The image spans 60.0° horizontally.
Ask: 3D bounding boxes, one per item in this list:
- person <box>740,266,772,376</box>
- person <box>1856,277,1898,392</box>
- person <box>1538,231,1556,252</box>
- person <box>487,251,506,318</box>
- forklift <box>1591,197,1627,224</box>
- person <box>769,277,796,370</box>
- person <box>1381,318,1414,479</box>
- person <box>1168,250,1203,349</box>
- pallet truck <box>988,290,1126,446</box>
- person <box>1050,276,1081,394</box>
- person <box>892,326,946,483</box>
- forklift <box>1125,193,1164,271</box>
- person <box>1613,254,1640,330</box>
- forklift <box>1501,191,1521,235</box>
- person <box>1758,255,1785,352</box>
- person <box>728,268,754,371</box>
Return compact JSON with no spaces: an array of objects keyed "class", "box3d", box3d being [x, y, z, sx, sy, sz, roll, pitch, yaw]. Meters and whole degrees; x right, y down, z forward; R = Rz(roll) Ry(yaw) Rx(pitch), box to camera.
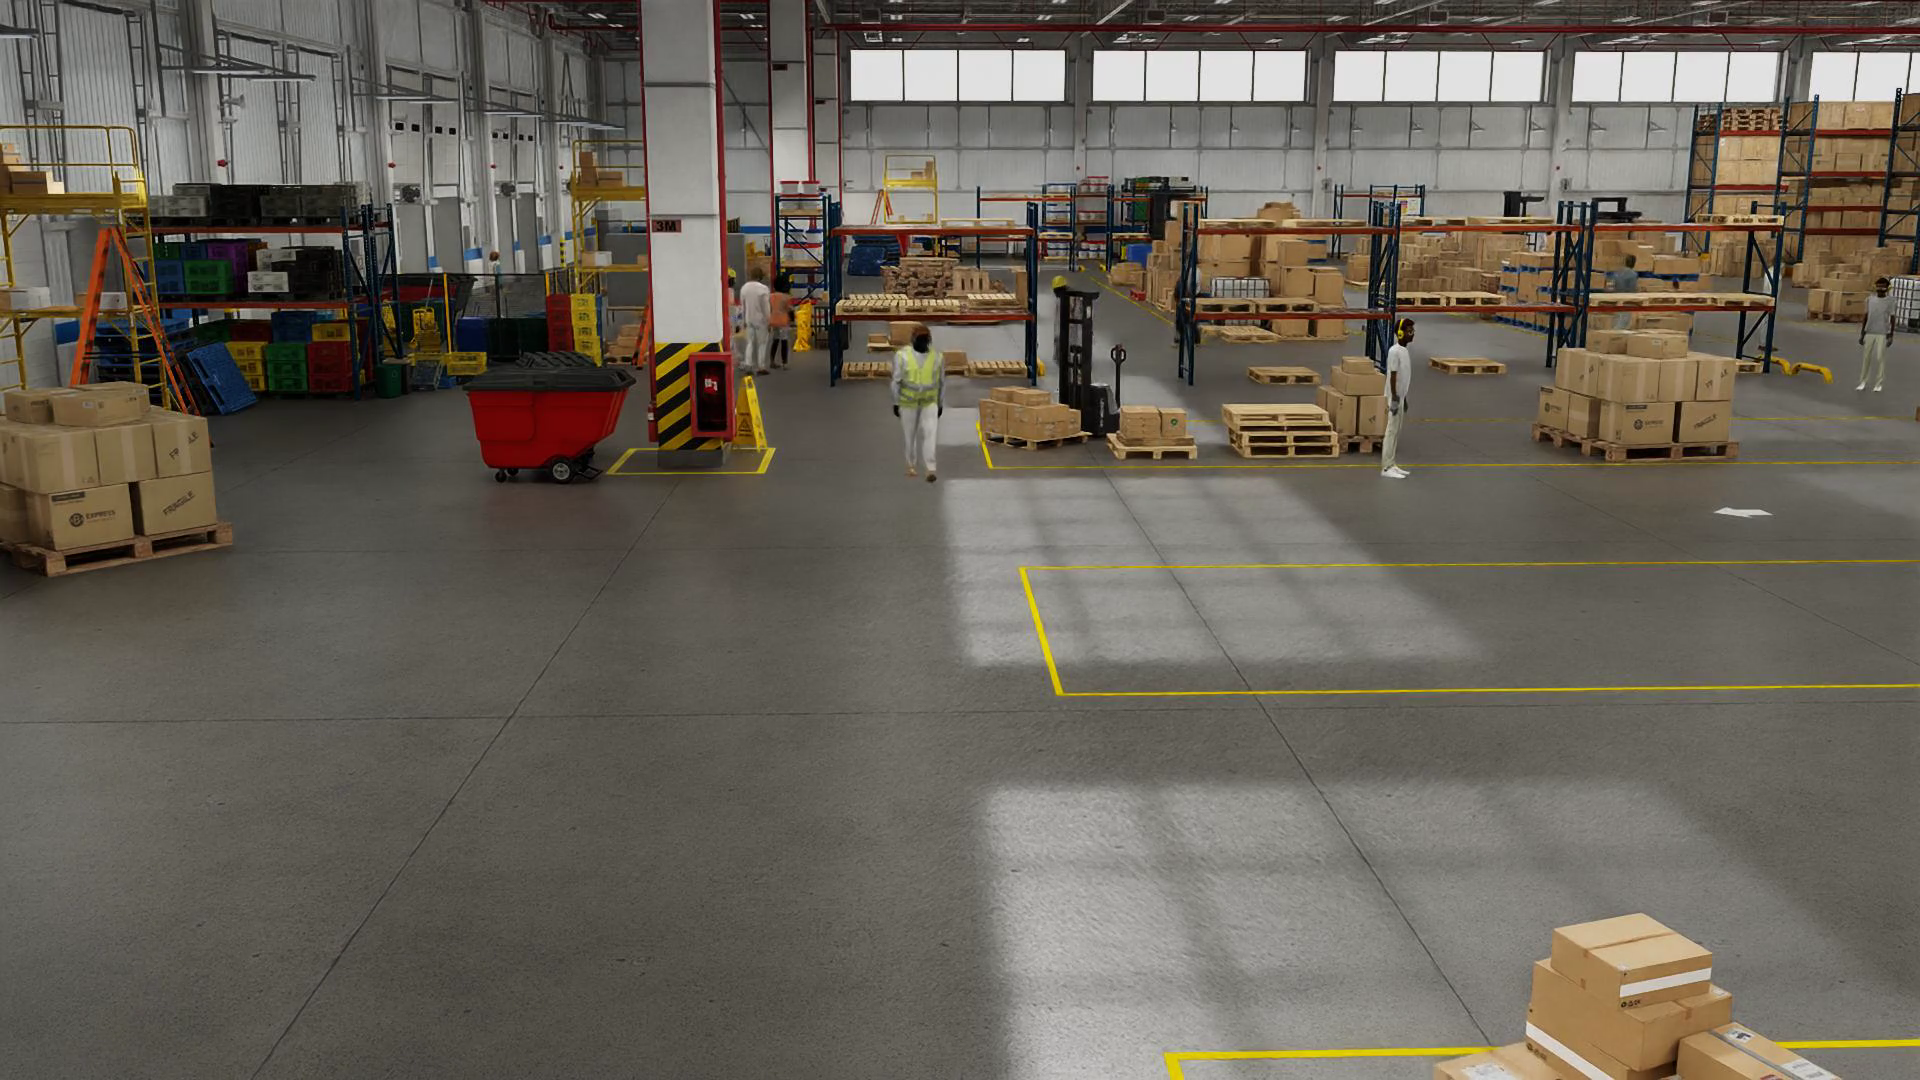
[{"class":"person","box3d":[-3.578,-3.819,29.141,0.639,1.931,0.548,9,15,34]},{"class":"person","box3d":[15.004,-3.360,27.227,0.334,1.860,0.509,-12,17,-42]},{"class":"person","box3d":[19.021,-9.293,53.865,0.575,1.919,0.404,3,13,13]},{"class":"person","box3d":[-11.425,-6.265,40.862,0.524,1.631,0.314,11,17,42]},{"class":"forklift","box3d":[18.781,-8.571,48.417,1.129,2.768,1.873,-1,13,-3]},{"class":"person","box3d":[-3.266,-3.920,30.145,0.567,1.687,0.362,7,14,29]},{"class":"person","box3d":[5.156,-1.662,19.523,0.327,1.874,0.519,6,14,26]},{"class":"person","box3d":[4.628,-4.870,33.619,0.650,2.000,0.706,-3,13,-13]},{"class":"pallet truck","box3d":[1.257,-2.299,22.111,1.885,1.965,0.823,-9,15,-35]},{"class":"person","box3d":[1.717,-3.316,26.925,0.525,1.905,0.625,-7,14,-30]},{"class":"person","box3d":[-0.470,-1.574,19.318,0.632,1.799,0.928,-1,13,-4]},{"class":"forklift","box3d":[6.696,-10.486,57.066,1.873,2.768,1.129,-2,13,-8]},{"class":"person","box3d":[13.548,-4.791,33.570,0.807,1.913,0.634,-1,13,-6]},{"class":"forklift","box3d":[20.794,-11.780,62.907,1.873,2.768,1.129,0,12,-2]},{"class":"person","box3d":[16.267,-4.753,33.339,0.371,1.933,0.627,4,13,16]},{"class":"person","box3d":[-4.182,-3.912,29.729,0.991,1.853,0.598,-7,14,-27]}]
